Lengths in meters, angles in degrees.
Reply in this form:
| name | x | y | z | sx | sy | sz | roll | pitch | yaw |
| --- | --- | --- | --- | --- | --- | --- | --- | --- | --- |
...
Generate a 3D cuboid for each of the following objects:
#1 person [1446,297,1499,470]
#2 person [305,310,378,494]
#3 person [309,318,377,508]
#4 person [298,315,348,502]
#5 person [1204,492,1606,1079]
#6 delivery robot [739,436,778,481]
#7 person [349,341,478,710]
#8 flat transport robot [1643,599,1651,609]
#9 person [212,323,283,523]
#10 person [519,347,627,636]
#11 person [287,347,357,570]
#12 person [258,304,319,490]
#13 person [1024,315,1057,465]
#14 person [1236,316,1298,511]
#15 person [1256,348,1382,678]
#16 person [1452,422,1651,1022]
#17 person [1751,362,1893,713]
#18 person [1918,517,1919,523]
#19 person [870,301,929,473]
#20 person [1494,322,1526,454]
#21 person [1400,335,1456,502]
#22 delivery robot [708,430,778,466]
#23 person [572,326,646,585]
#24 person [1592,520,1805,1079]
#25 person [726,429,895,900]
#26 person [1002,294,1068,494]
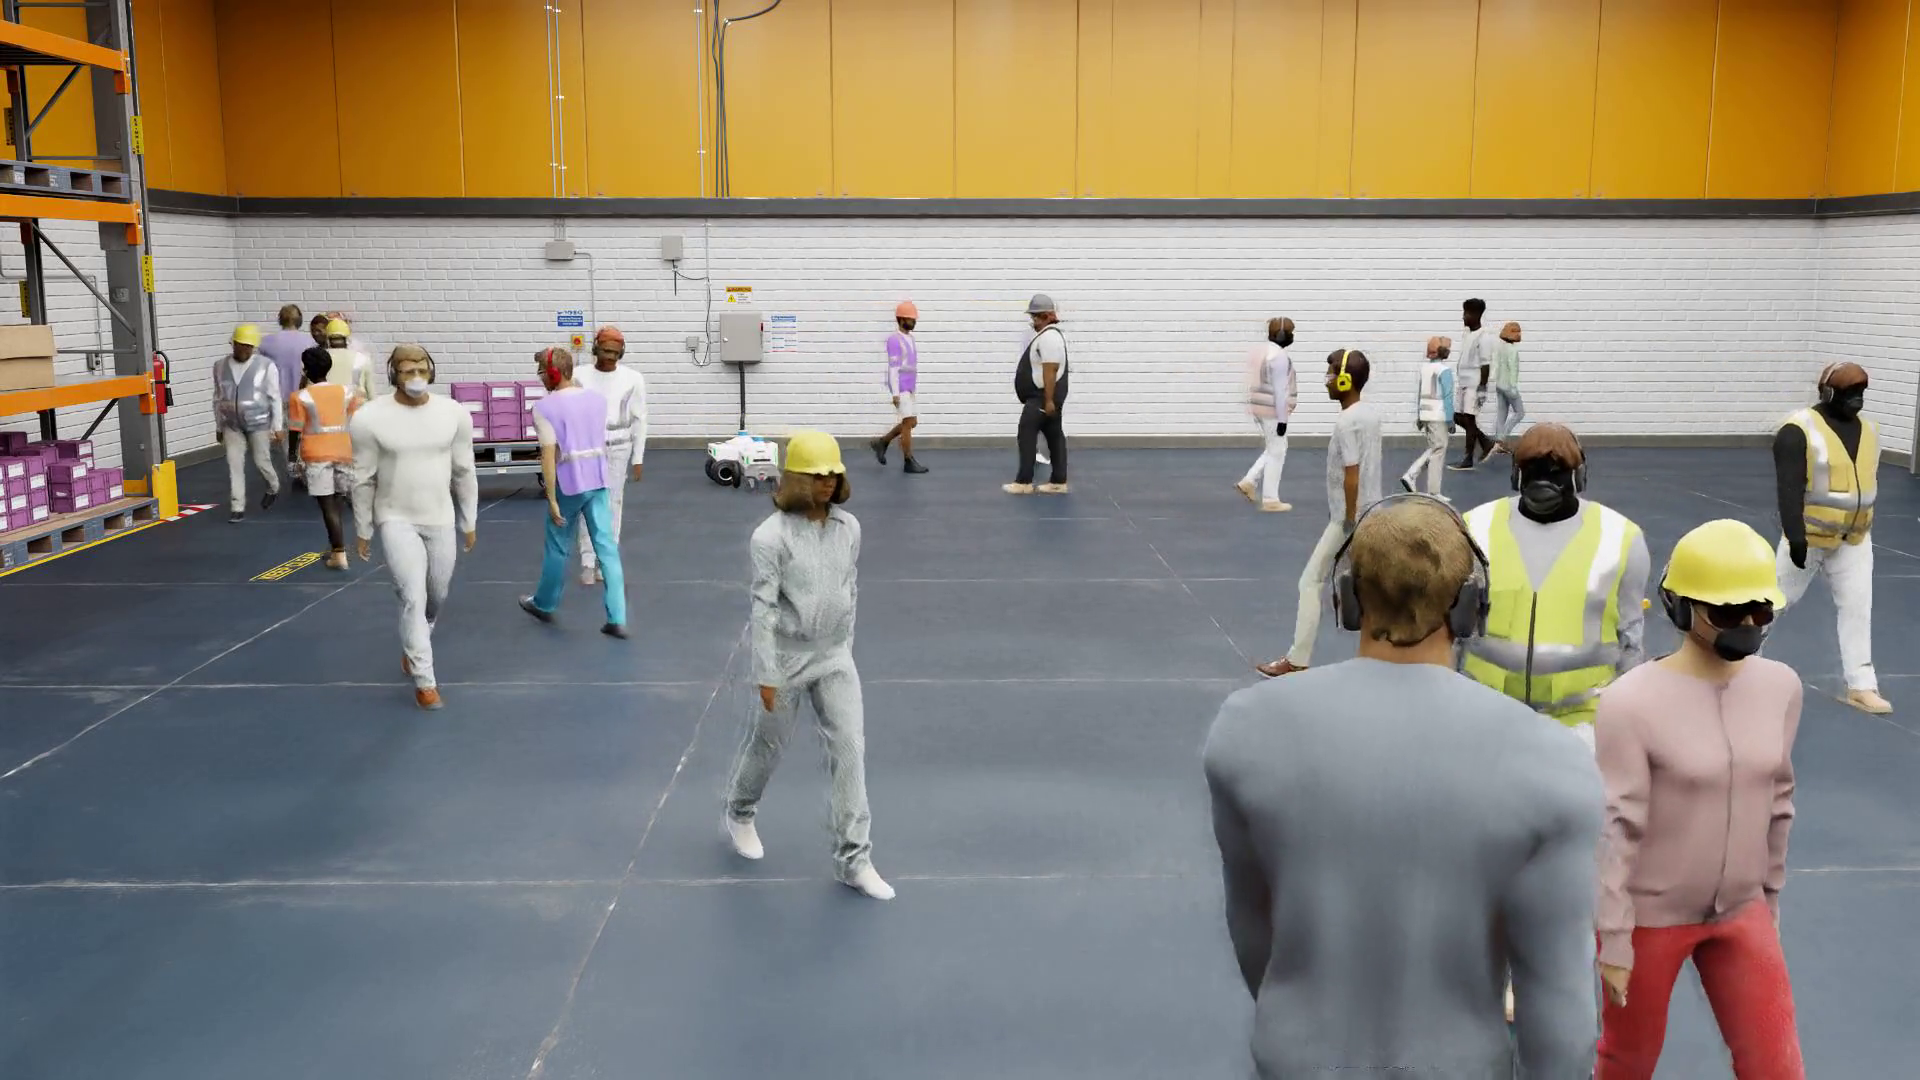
| name | x | y | z | sx | sy | sz | roll | pitch | yaw |
| --- | --- | --- | --- | --- | --- | --- | --- | --- | --- |
| person | 5.803 | -1.749 | 18.702 | 0.539 | 1.952 | 0.644 | -1 | 9 | -6 |
| person | -6.256 | -1.422 | 17.029 | 0.986 | 1.864 | 0.664 | -9 | 13 | -43 |
| person | -5.841 | -1.192 | 15.740 | 0.597 | 1.804 | 0.772 | -2 | 9 | -11 |
| person | -6.226 | -1.288 | 16.300 | 0.552 | 1.812 | 0.995 | 1 | 9 | 4 |
| person | 0.720 | 0.870 | 2.763 | 0.626 | 1.910 | 0.750 | 4 | 10 | 23 |
| delivery robot | -2.066 | -0.825 | 17.029 | 0.477 | 0.478 | 0.707 | -2 | 9 | -13 |
| person | -2.906 | -0.110 | 8.841 | 0.639 | 1.908 | 0.912 | -5 | 11 | -30 |
| flat transport robot | 3.764 | 0.378 | 10.807 | 1.431 | 0.197 | 0.652 | -6 | 11 | -32 |
| person | -6.437 | -1.079 | 15.092 | 0.612 | 1.796 | 0.768 | 0 | 9 | -2 |
| person | -2.423 | -0.306 | 10.376 | 0.605 | 1.776 | 1.011 | -9 | 13 | -44 |
| person | -4.858 | -0.624 | 12.619 | 0.714 | 1.669 | 0.547 | 8 | 12 | 39 |
| person | -6.764 | -1.431 | 16.873 | 0.640 | 1.923 | 0.680 | -1 | 9 | -6 |
| person | 0.931 | -1.806 | 19.201 | 0.428 | 1.911 | 0.585 | -1 | 9 | -3 |
| person | 2.927 | -1.171 | 15.544 | 0.451 | 1.826 | 0.647 | -1 | 9 | -7 |
| person | 2.011 | -0.110 | 9.016 | 0.852 | 1.838 | 0.522 | 7 | 12 | 37 |
| person | 1.826 | 0.513 | 5.302 | 0.634 | 1.808 | 0.900 | 5 | 10 | 27 |
| person | 4.524 | -0.054 | 8.814 | 0.632 | 1.798 | 0.988 | -2 | 9 | -11 |
| person | 8.960 | -1.015 | 14.266 | 1.049 | 1.945 | 0.615 | 6 | 11 | 35 |
| person | -0.684 | -1.700 | 18.519 | 0.665 | 1.919 | 0.552 | 4 | 10 | 22 |
| person | 6.699 | -1.841 | 20.251 | 0.341 | 1.620 | 0.520 | 0 | 9 | -3 |
| person | 4.599 | -1.166 | 16.131 | 0.411 | 1.628 | 0.519 | -1 | 9 | -9 |
| delivery robot | -2.298 | -0.921 | 17.617 | 0.707 | 0.478 | 0.477 | -3 | 10 | -18 |
| person | -2.571 | -0.594 | 11.923 | 0.643 | 1.853 | 0.687 | -1 | 9 | -8 |
| person | 1.601 | 0.830 | 3.527 | 0.543 | 1.743 | 0.661 | -2 | 10 | -14 |
| person | -0.609 | 0.423 | 6.167 | 0.495 | 1.705 | 0.880 | -8 | 12 | -39 |
| person | 0.738 | -1.475 | 16.756 | 0.807 | 2.000 | 0.696 | 1 | 9 | 8 |
